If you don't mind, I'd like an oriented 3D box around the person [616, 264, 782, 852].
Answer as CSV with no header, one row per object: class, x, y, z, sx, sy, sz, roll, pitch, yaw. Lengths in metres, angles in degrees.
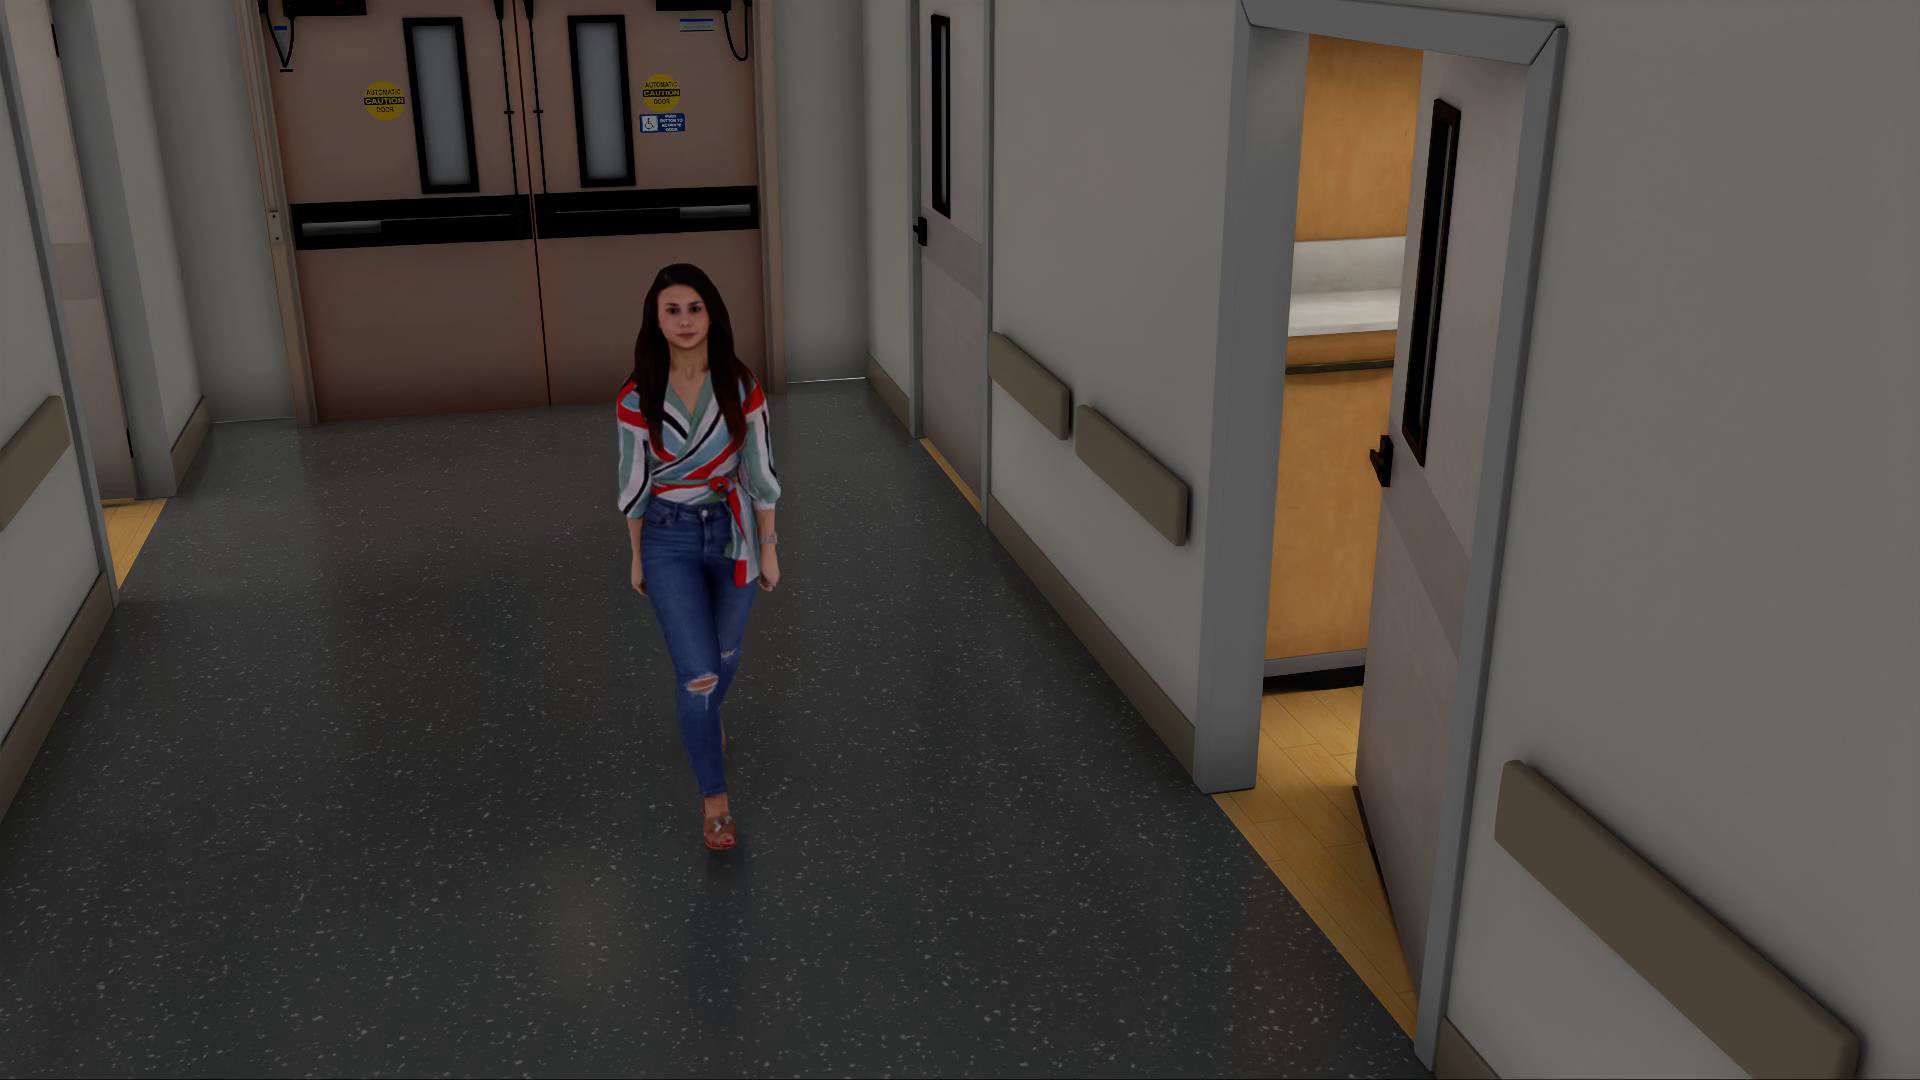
person,-0.744,0.007,4.794,0.605,1.575,1.039,-5,21,-14
